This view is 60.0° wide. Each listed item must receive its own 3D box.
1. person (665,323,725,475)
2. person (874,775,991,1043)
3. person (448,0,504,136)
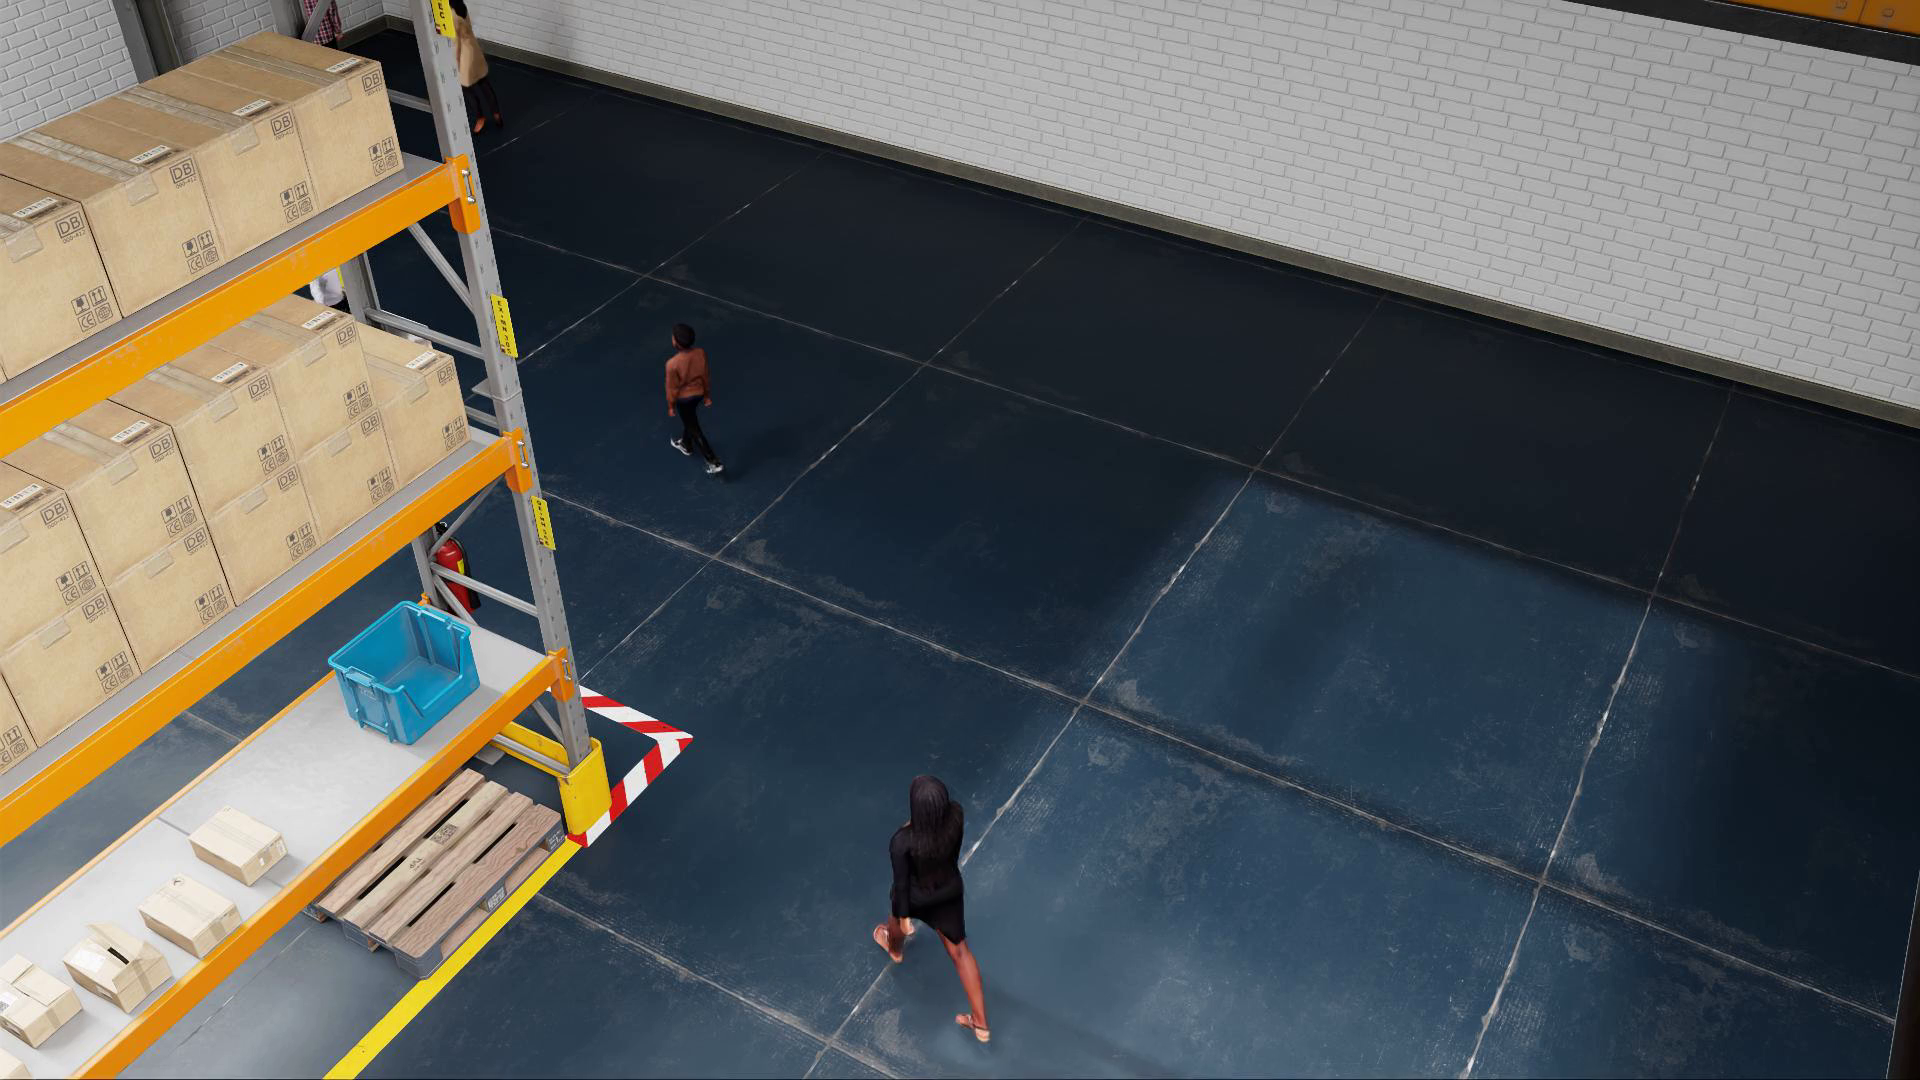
[{"bbox_3d":[-2.013,-1.054,12.560,0.725,1.234,0.885,31,48,33],"label":"person"},{"bbox_3d":[-0.094,1.878,8.539,1.245,1.671,1.053,-24,45,-27],"label":"person"},{"bbox_3d":[-5.050,-4.965,17.126,0.883,1.648,0.761,10,40,12],"label":"person"}]
